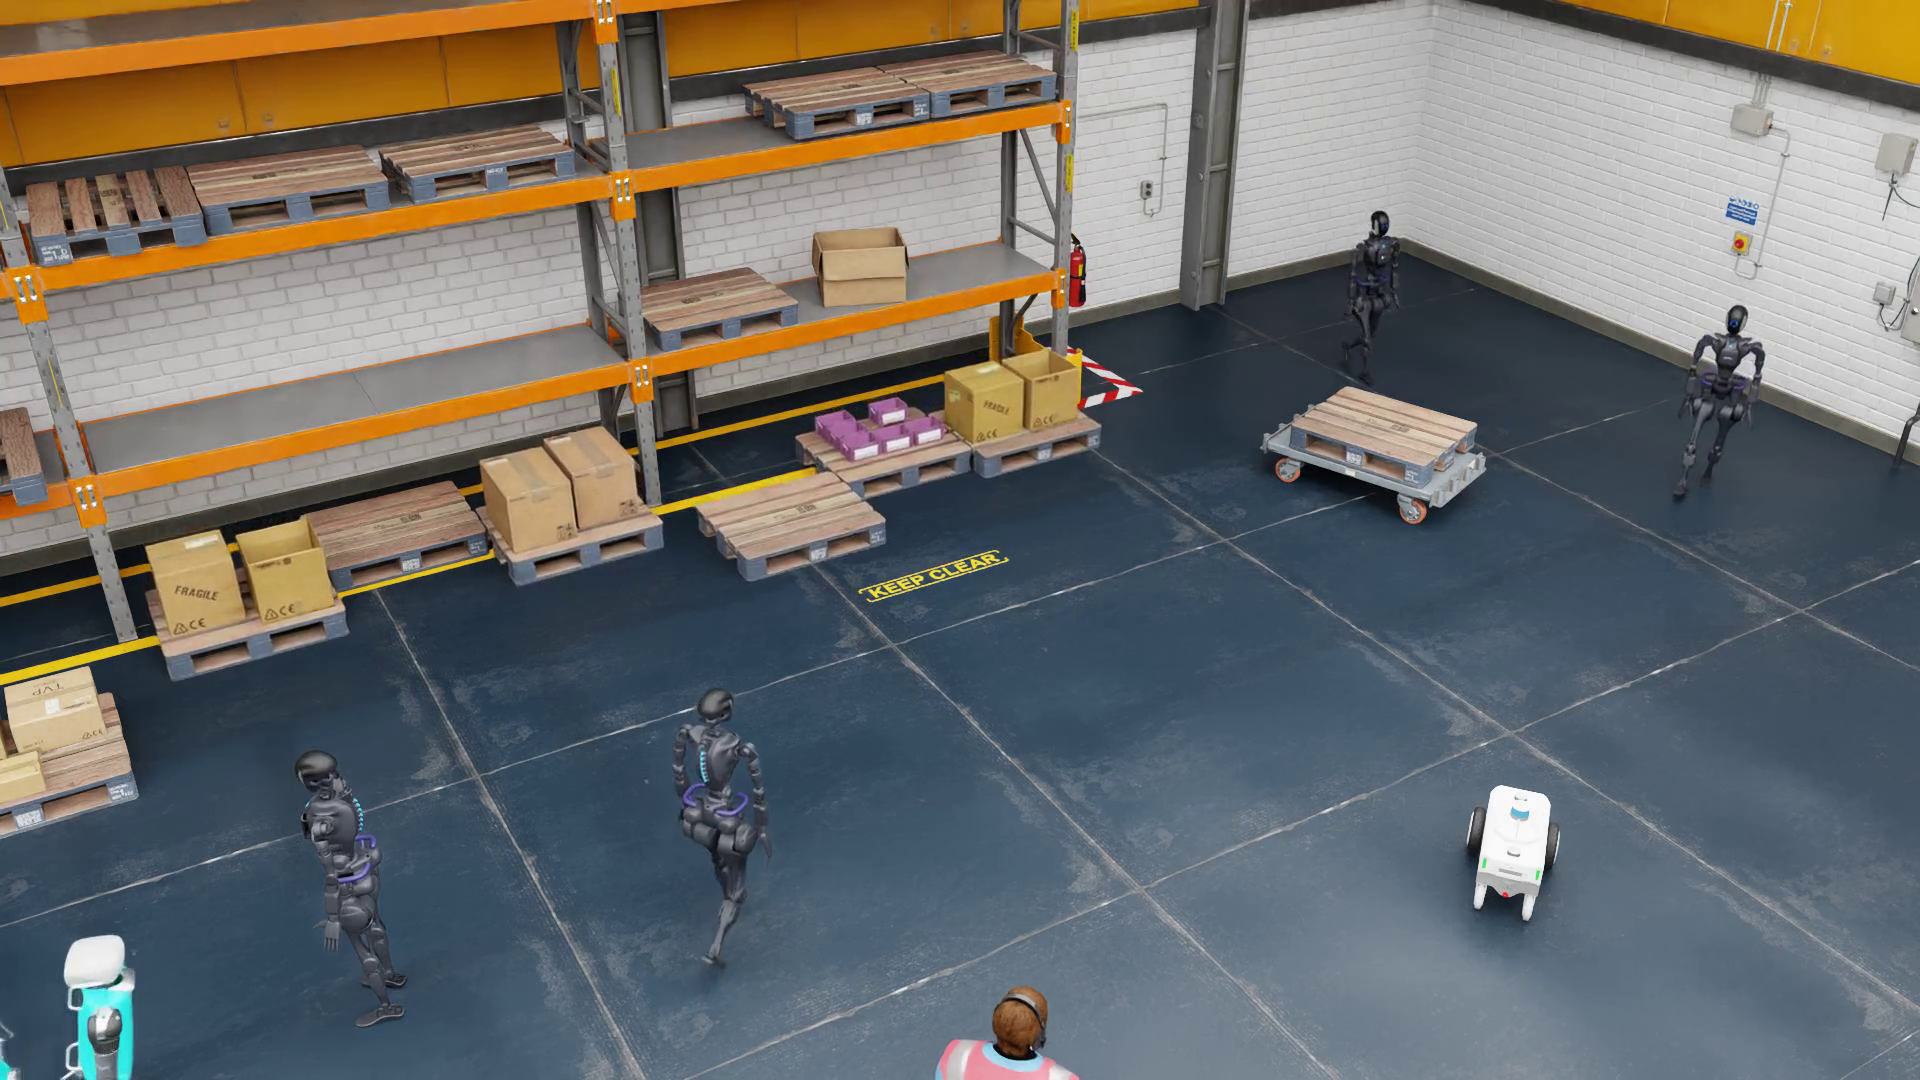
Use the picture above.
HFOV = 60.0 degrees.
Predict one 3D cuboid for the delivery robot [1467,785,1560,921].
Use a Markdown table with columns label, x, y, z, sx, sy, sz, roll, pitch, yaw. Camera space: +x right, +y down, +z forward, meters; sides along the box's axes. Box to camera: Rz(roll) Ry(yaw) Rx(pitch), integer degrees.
| label | x | y | z | sx | sy | sz | roll | pitch | yaw |
| --- | --- | --- | --- | --- | --- | --- | --- | --- | --- |
| delivery robot | 3.189 | 1.759 | 9.590 | 0.499 | 0.614 | 0.808 | 10 | 31 | 18 |

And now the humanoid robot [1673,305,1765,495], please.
| label | x | y | z | sx | sy | sz | roll | pitch | yaw |
| --- | --- | --- | --- | --- | --- | --- | --- | --- | --- |
| humanoid robot | 6.186 | -1.110 | 13.532 | 0.588 | 1.634 | 0.694 | 13 | 32 | 22 |

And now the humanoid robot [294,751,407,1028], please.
| label | x | y | z | sx | sy | sz | roll | pitch | yaw |
| --- | --- | --- | --- | --- | --- | --- | --- | --- | --- |
| humanoid robot | -3.099 | 1.753 | 8.431 | 0.315 | 1.653 | 0.599 | -4 | 30 | -7 |

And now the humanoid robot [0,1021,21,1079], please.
| label | x | y | z | sx | sy | sz | roll | pitch | yaw |
| --- | --- | --- | --- | --- | --- | --- | --- | --- | --- |
| humanoid robot | -4.608 | 2.203 | 7.627 | 0.530 | 1.819 | 0.741 | -2 | 30 | -3 |

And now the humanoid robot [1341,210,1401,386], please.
| label | x | y | z | sx | sy | sz | roll | pitch | yaw |
| --- | --- | --- | --- | --- | --- | --- | --- | --- | --- |
| humanoid robot | 3.854 | -2.327 | 15.716 | 0.614 | 1.653 | 0.738 | -12 | 32 | -21 |

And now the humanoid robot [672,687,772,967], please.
| label | x | y | z | sx | sy | sz | roll | pitch | yaw |
| --- | --- | --- | --- | --- | --- | --- | --- | --- | --- |
| humanoid robot | -1.319 | 1.511 | 8.899 | 0.600 | 1.635 | 0.713 | 11 | 31 | 19 |

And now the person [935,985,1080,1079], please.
| label | x | y | z | sx | sy | sz | roll | pitch | yaw |
| --- | --- | --- | --- | --- | --- | --- | --- | --- | --- |
| person | 0.215 | 2.566 | 6.851 | 0.628 | 1.835 | 0.431 | 10 | 31 | 17 |

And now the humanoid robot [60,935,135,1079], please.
| label | x | y | z | sx | sy | sz | roll | pitch | yaw |
| --- | --- | --- | --- | --- | --- | --- | --- | --- | --- |
| humanoid robot | -3.892 | 2.515 | 7.072 | 1.008 | 1.748 | 0.541 | -12 | 32 | -21 |
